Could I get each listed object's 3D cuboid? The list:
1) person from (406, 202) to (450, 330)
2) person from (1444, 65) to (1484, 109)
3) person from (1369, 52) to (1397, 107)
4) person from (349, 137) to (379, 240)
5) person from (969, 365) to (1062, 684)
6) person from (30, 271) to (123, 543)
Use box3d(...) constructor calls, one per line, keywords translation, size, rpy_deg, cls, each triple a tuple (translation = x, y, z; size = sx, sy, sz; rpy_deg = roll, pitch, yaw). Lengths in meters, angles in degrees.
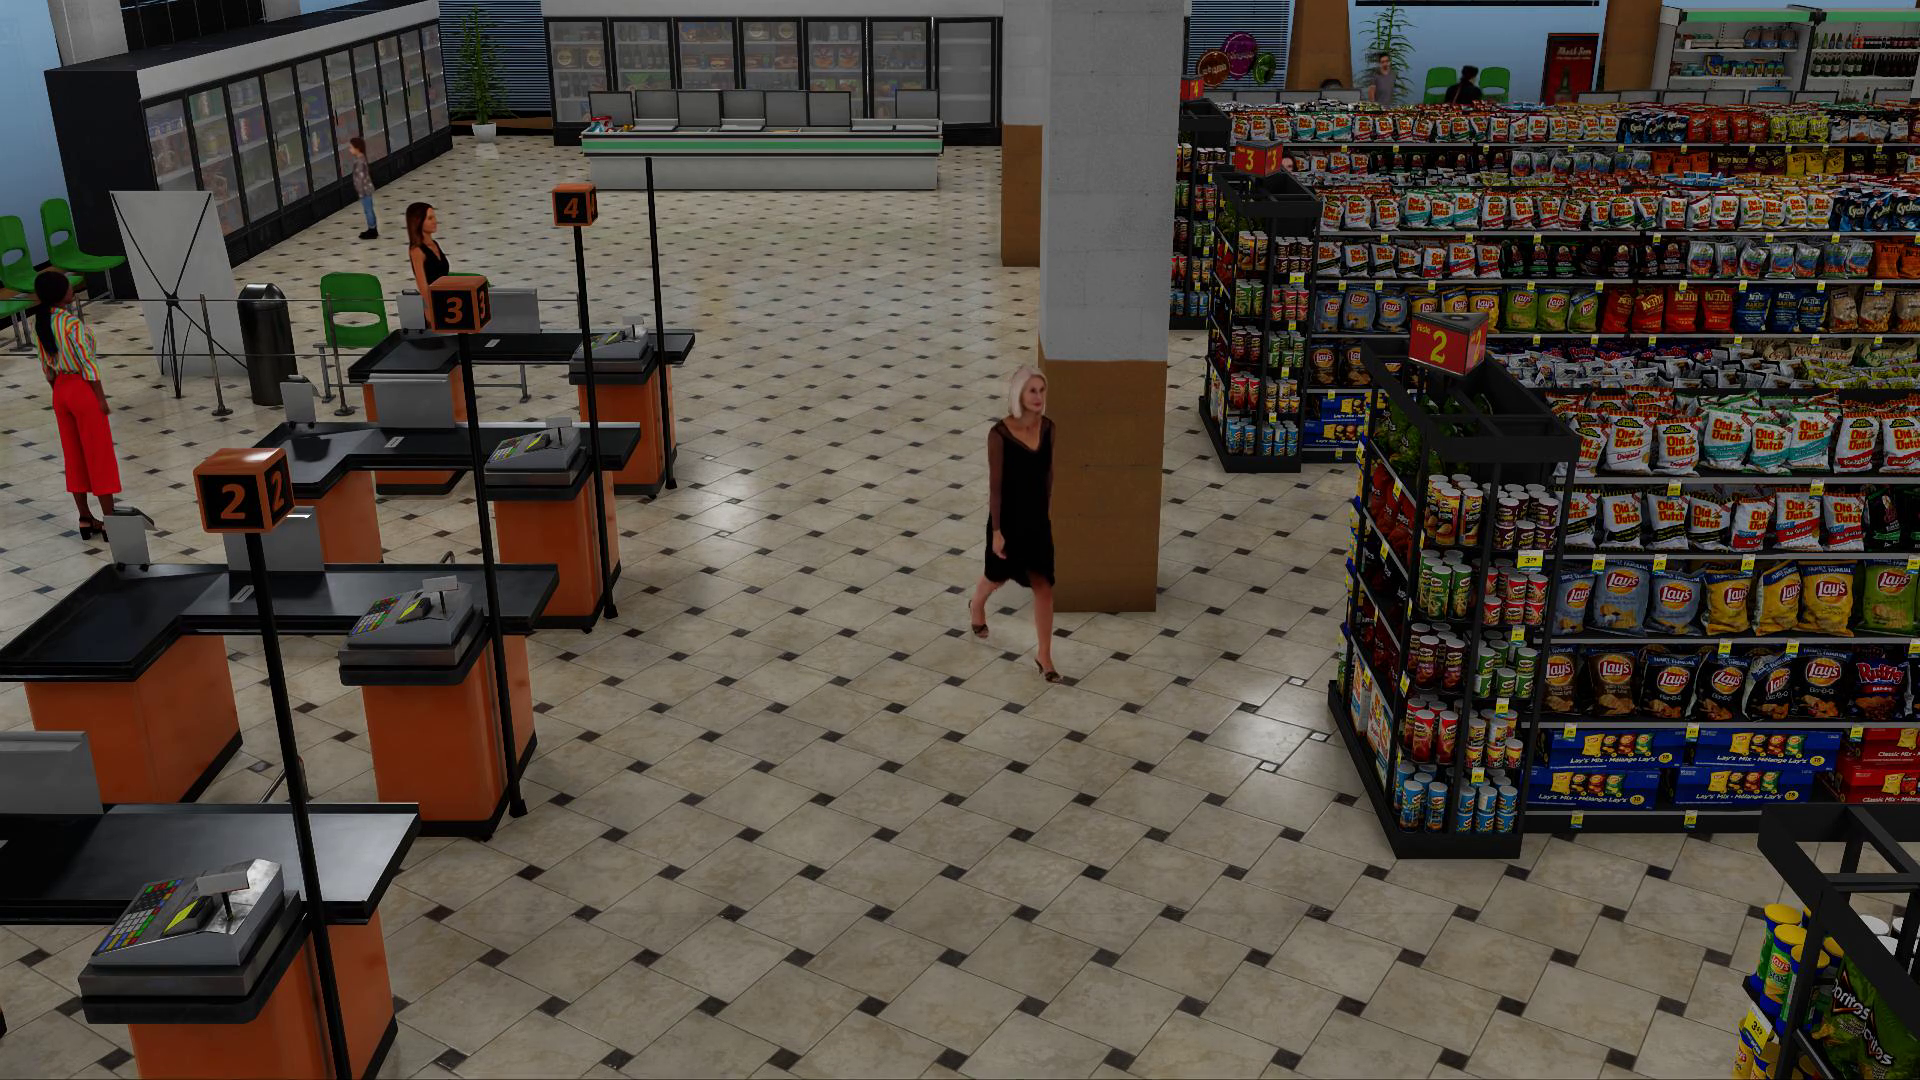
box3d(translation=(-4.019, -1.658, 12.705), size=(0.529, 1.834, 0.588), rpy_deg=(1, 22, 3), cls="person")
box3d(translation=(6.862, -5.671, 22.939), size=(0.825, 1.651, 0.887), rpy_deg=(19, 29, 39), cls="person")
box3d(translation=(6.032, -6.170, 24.065), size=(0.707, 1.737, 0.802), rpy_deg=(-11, 24, -25), cls="person")
box3d(translation=(-7.143, -4.225, 19.954), size=(0.500, 1.193, 0.513), rpy_deg=(-4, 22, -9), cls="person")
box3d(translation=(0.268, -0.105, 9.008), size=(1.087, 1.710, 0.958), rpy_deg=(-10, 24, -23), cls="person")
box3d(translation=(-5.710, -0.862, 10.780), size=(0.576, 1.793, 0.723), rpy_deg=(7, 23, 17), cls="person")
